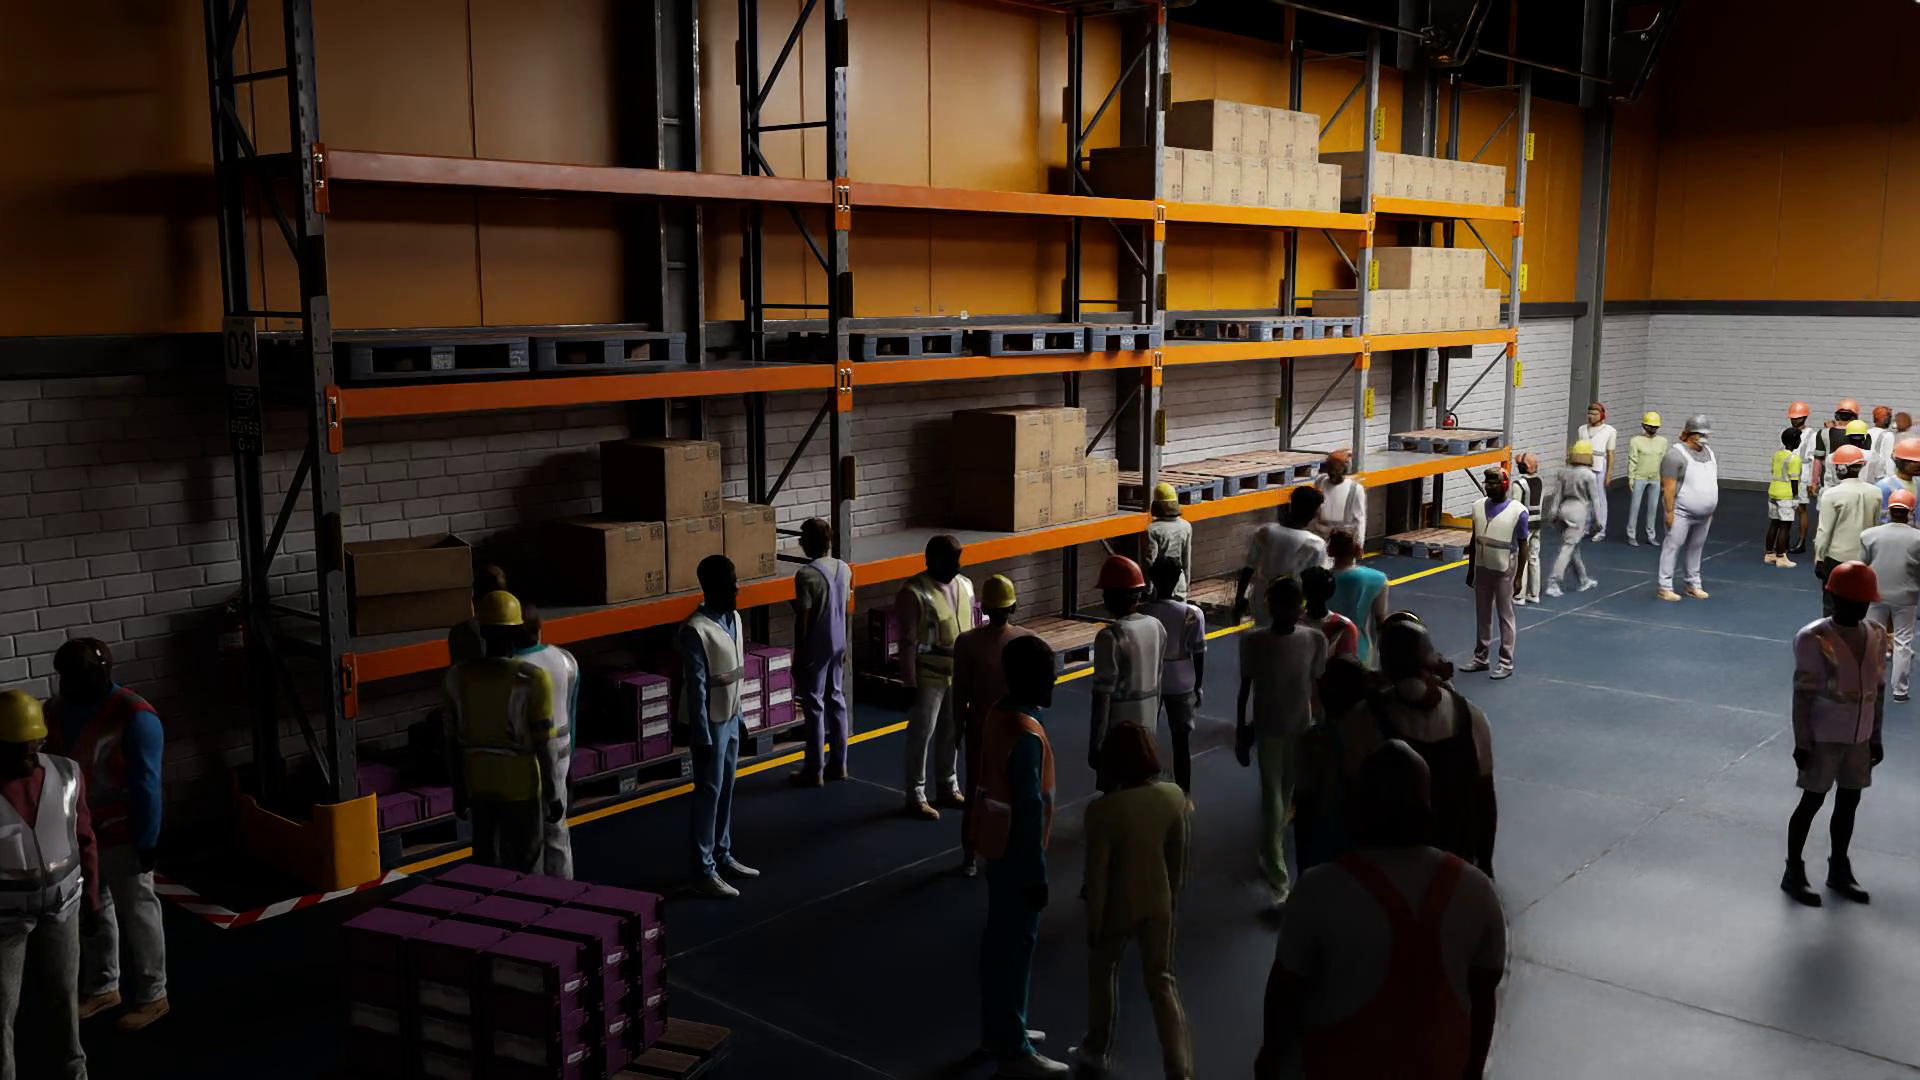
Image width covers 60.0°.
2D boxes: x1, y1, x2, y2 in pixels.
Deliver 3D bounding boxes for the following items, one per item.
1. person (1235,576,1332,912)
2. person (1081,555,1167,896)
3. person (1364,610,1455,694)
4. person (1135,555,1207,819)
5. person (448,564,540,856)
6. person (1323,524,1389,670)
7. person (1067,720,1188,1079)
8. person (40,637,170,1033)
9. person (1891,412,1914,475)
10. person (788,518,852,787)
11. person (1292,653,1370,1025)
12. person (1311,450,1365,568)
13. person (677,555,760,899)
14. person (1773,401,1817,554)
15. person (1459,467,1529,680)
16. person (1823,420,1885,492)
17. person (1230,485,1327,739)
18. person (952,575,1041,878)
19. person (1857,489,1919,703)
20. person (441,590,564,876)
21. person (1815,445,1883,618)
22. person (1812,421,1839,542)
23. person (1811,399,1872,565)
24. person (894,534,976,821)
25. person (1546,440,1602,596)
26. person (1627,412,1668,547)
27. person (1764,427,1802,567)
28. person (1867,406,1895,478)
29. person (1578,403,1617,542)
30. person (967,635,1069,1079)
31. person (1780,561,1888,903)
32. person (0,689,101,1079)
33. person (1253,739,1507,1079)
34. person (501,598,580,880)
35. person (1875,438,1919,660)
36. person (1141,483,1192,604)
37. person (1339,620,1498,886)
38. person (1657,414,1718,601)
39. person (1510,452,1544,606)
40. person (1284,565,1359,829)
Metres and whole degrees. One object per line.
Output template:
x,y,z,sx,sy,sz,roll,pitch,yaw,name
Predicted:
1.815,1.101,9.191,0.541,1.816,0.963,-1,9,-5,person
0.894,1.043,9.209,0.387,1.930,0.544,8,12,43,person
2.122,1.254,8.060,0.535,1.864,0.309,5,10,27,person
1.299,0.940,10.619,0.541,1.696,0.316,1,9,7,person
-2.616,1.051,9.432,0.514,1.842,0.328,-3,9,-19,person
2.550,0.806,11.092,0.571,1.817,0.766,4,10,23,person
0.745,1.550,7.013,0.510,1.603,0.747,-4,10,-25,person
-3.930,1.338,7.625,0.635,1.836,0.430,3,9,20,person
13.101,-0.985,23.252,0.353,1.618,0.521,0,9,-1,person
-0.948,0.762,11.341,0.359,1.835,0.512,7,11,38,person
1.689,1.381,7.425,0.518,1.806,0.896,0,9,-3,person
3.724,0.008,16.312,0.583,1.810,1.065,5,10,31,person
-1.375,1.027,9.346,0.392,1.919,0.591,2,9,14,person
10.561,-0.790,21.042,0.386,1.929,0.543,-4,10,-25,person
4.656,0.277,14.418,0.374,1.843,0.569,-6,10,-33,person
9.806,-0.359,18.297,0.586,1.918,0.396,5,10,28,person
2.447,0.526,12.653,0.649,1.905,0.878,8,12,43,person
0.219,1.068,9.573,0.533,1.767,0.325,-2,9,-11,person
7.641,0.451,13.621,0.567,1.743,0.350,8,12,41,person
-2.256,1.201,8.240,0.597,1.915,0.398,2,9,14,person
7.906,0.142,14.870,0.617,1.983,0.417,-2,9,-11,person
11.360,-0.742,21.689,0.314,1.629,0.509,1,9,7,person
10.602,-0.687,20.047,0.613,2.033,0.410,5,10,31,person
-0.125,0.870,10.656,0.627,1.837,0.430,-8,12,-43,person
6.739,-0.241,18.217,0.888,1.700,0.500,-5,10,-29,person
8.905,-0.783,21.537,0.524,1.762,0.339,-1,9,-5,person
9.935,-0.516,20.037,0.320,1.691,0.535,0,9,0,person
11.529,-0.746,20.939,0.374,1.880,0.587,-1,9,-8,person
8.413,-0.895,22.009,0.384,1.837,0.563,-5,10,-30,person
0.240,1.361,7.225,0.399,1.909,0.590,-2,9,-11,person
4.832,1.059,9.138,0.543,1.925,0.395,-2,9,-12,person
-3.756,1.488,6.681,0.403,1.825,0.593,7,11,37,person
1.310,1.585,5.357,0.701,2.000,1.000,-1,9,-9,person
-2.211,1.201,8.483,0.429,1.842,0.631,5,10,31,person
8.507,0.089,15.054,0.608,2.033,0.427,-4,9,-22,person
1.730,0.388,14.038,0.488,1.740,0.319,-5,10,-31,person
1.964,1.299,7.202,0.710,2.000,0.812,-1,9,-5,person
7.858,-0.356,17.870,0.690,2.000,0.541,-3,9,-20,person
5.999,-0.115,17.646,0.509,1.629,0.315,-7,11,-39,person
2.196,0.989,10.295,0.536,1.699,0.322,7,11,36,person
